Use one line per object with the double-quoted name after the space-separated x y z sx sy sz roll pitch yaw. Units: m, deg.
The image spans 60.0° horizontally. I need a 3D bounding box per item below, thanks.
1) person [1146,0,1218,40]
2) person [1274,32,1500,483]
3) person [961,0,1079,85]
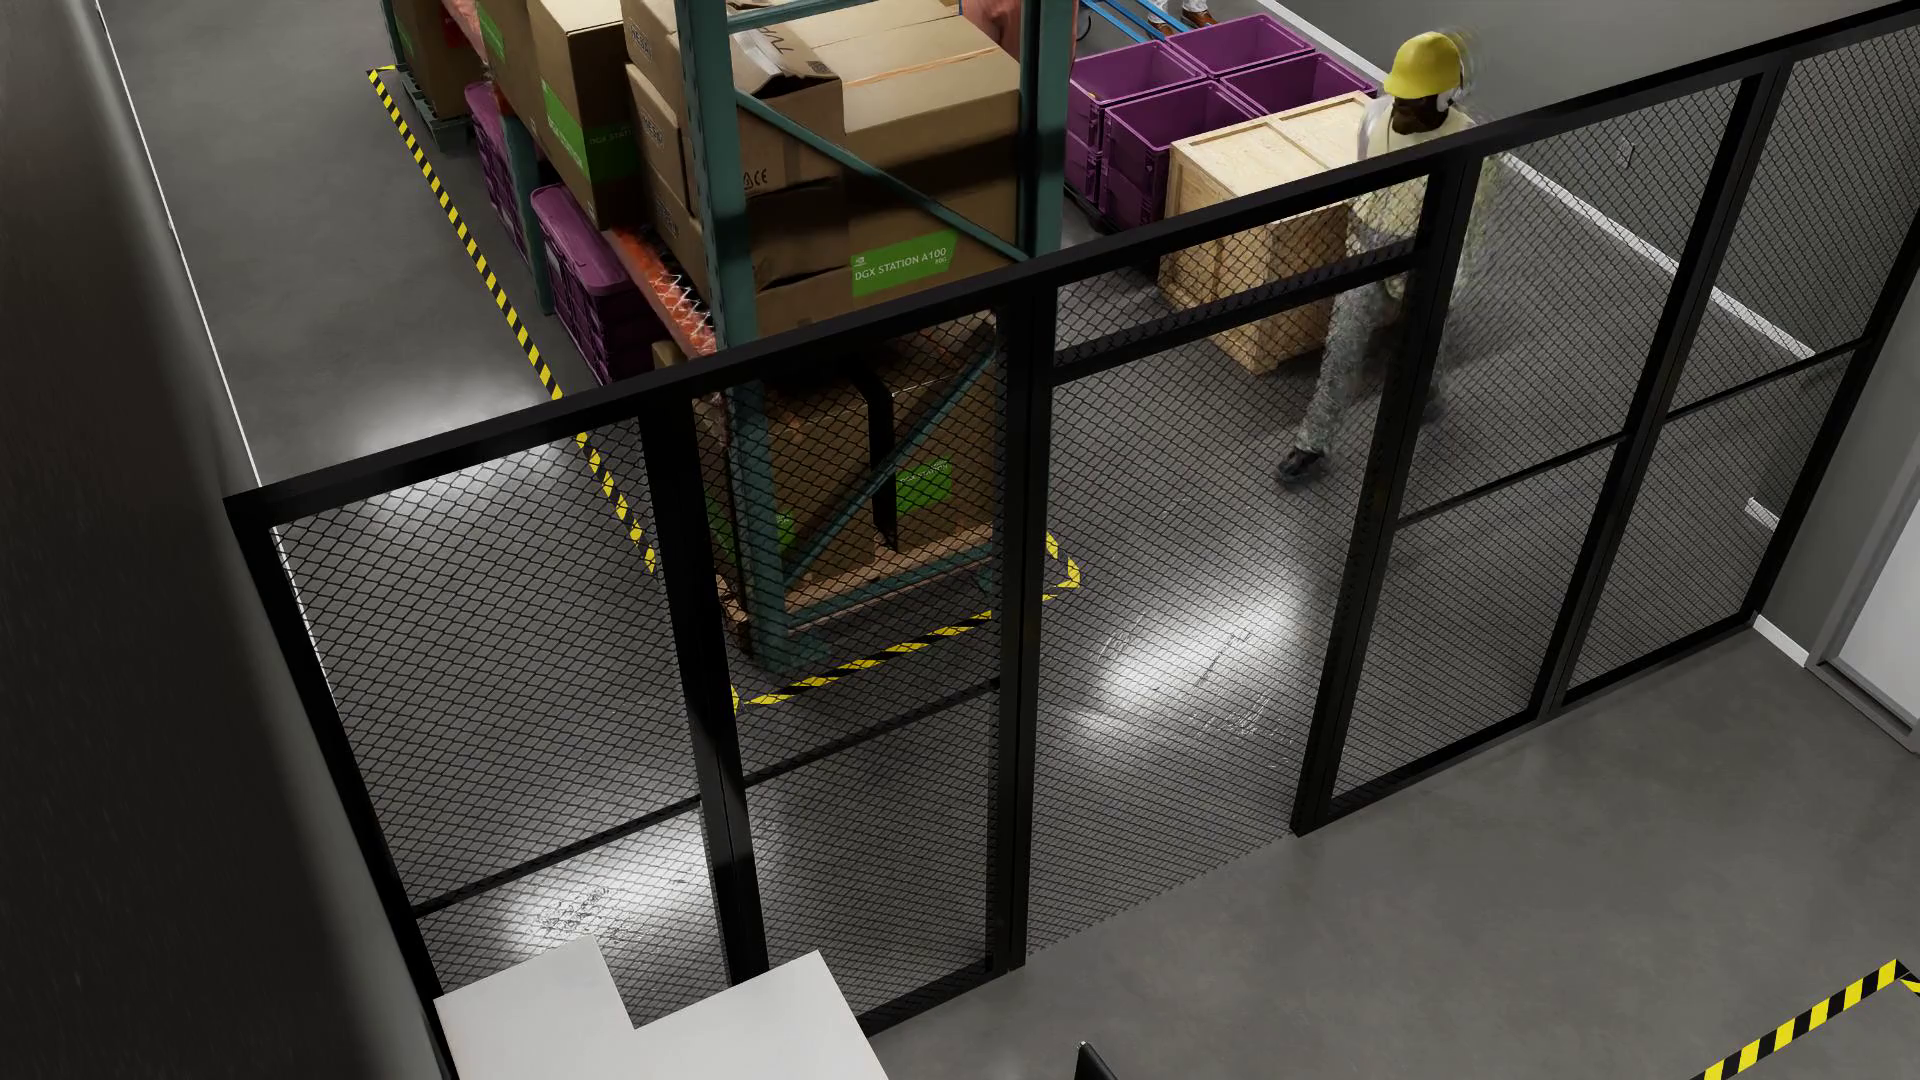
1.282 -3.630 8.916 0.627 1.940 0.370 -21 47 -22 "person"
1.660 -1.063 6.230 0.590 1.788 0.935 33 52 31 "person"
0.225 -1.813 6.885 0.622 1.996 0.369 -32 51 -30 "person"
